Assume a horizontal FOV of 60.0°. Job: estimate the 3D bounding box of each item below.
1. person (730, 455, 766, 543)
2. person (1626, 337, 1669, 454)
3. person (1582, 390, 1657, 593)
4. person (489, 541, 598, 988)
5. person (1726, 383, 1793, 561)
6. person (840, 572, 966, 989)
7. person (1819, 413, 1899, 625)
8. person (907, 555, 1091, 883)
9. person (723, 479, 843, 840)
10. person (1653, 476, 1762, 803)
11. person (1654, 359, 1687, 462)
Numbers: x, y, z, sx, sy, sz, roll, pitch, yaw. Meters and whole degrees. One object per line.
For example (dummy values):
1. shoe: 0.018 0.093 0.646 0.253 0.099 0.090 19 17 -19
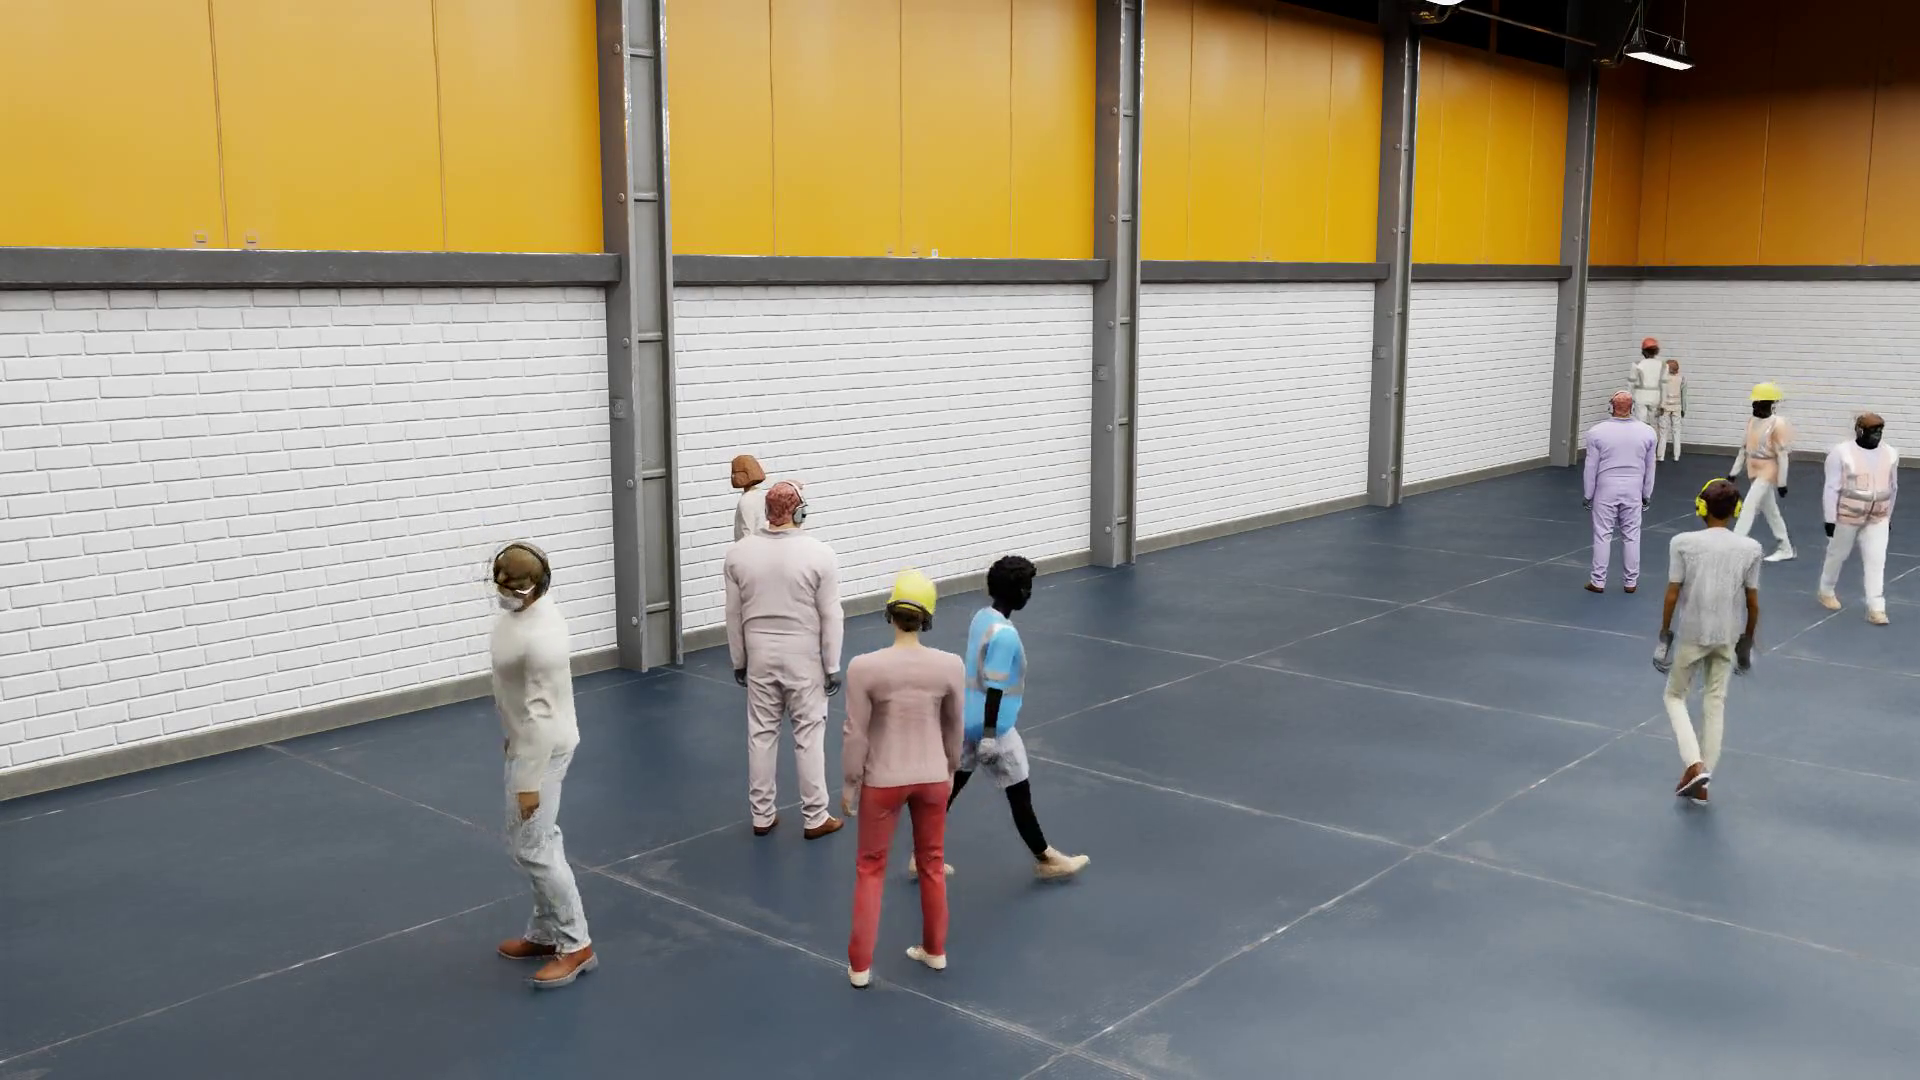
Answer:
1. person: -1.579 0.169 12.576 0.267 1.631 0.507 1 9 7
2. person: 10.833 -2.187 26.209 0.620 2.013 0.944 0 9 1
3. person: 6.152 -0.447 15.574 0.641 1.913 0.408 1 9 6
4. person: -1.783 0.921 7.072 0.403 1.897 0.674 -3 10 -20
5. person: 8.232 -0.681 17.167 1.004 1.873 0.594 0 9 1
6. person: -0.245 1.007 7.044 0.536 1.739 0.438 -3 9 -17
7. person: 7.820 -0.215 14.477 0.637 1.798 0.971 1 9 4
8. person: 0.162 0.879 8.077 0.904 1.636 0.582 -2 9 -13
9. person: -0.911 0.631 8.815 0.643 1.908 0.399 3 9 17
10. person: 4.188 0.569 9.360 0.556 1.856 0.401 1 9 8
11. person: 11.326 -2.059 26.547 0.523 1.638 0.310 0 9 2
